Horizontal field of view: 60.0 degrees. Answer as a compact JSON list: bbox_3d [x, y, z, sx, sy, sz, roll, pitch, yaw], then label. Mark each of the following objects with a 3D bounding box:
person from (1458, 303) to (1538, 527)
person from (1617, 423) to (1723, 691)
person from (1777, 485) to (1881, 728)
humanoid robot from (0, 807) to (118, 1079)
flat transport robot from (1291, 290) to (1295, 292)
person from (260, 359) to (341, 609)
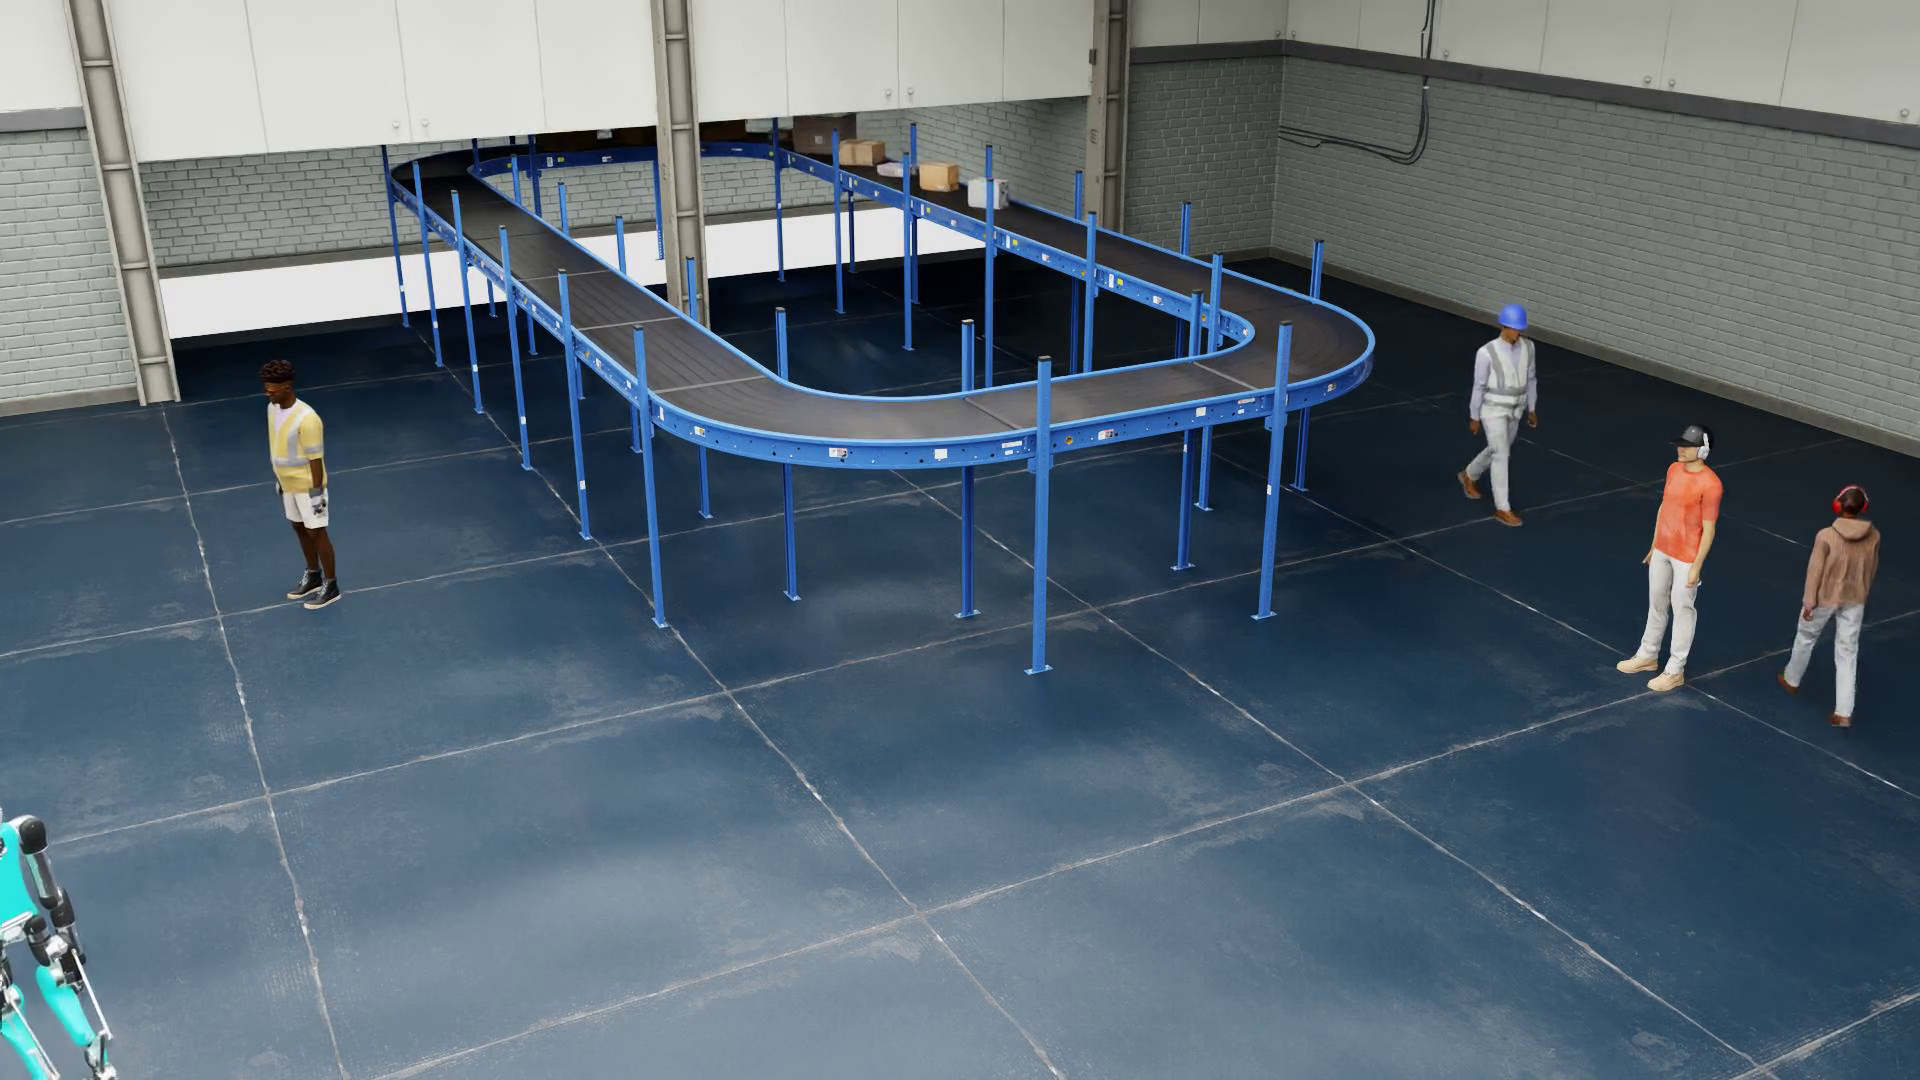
[{"bbox_3d":[4.704,-1.152,14.528,0.596,1.916,0.920,-11,25,-26],"label":"person"},{"bbox_3d":[4.908,0.110,11.416,0.394,1.912,0.474,-8,23,-19],"label":"person"},{"bbox_3d":[5.834,0.414,11.051,0.461,1.610,0.825,3,22,8],"label":"person"},{"bbox_3d":[-3.883,2.013,7.079,0.789,1.891,0.547,16,27,34],"label":"humanoid robot"},{"bbox_3d":[4.050,-2.975,21.228,0.659,0.231,1.431,-2,22,-4],"label":"flat transport robot"},{"bbox_3d":[-5.045,-0.441,12.718,0.602,1.958,0.375,18,28,37],"label":"person"}]
